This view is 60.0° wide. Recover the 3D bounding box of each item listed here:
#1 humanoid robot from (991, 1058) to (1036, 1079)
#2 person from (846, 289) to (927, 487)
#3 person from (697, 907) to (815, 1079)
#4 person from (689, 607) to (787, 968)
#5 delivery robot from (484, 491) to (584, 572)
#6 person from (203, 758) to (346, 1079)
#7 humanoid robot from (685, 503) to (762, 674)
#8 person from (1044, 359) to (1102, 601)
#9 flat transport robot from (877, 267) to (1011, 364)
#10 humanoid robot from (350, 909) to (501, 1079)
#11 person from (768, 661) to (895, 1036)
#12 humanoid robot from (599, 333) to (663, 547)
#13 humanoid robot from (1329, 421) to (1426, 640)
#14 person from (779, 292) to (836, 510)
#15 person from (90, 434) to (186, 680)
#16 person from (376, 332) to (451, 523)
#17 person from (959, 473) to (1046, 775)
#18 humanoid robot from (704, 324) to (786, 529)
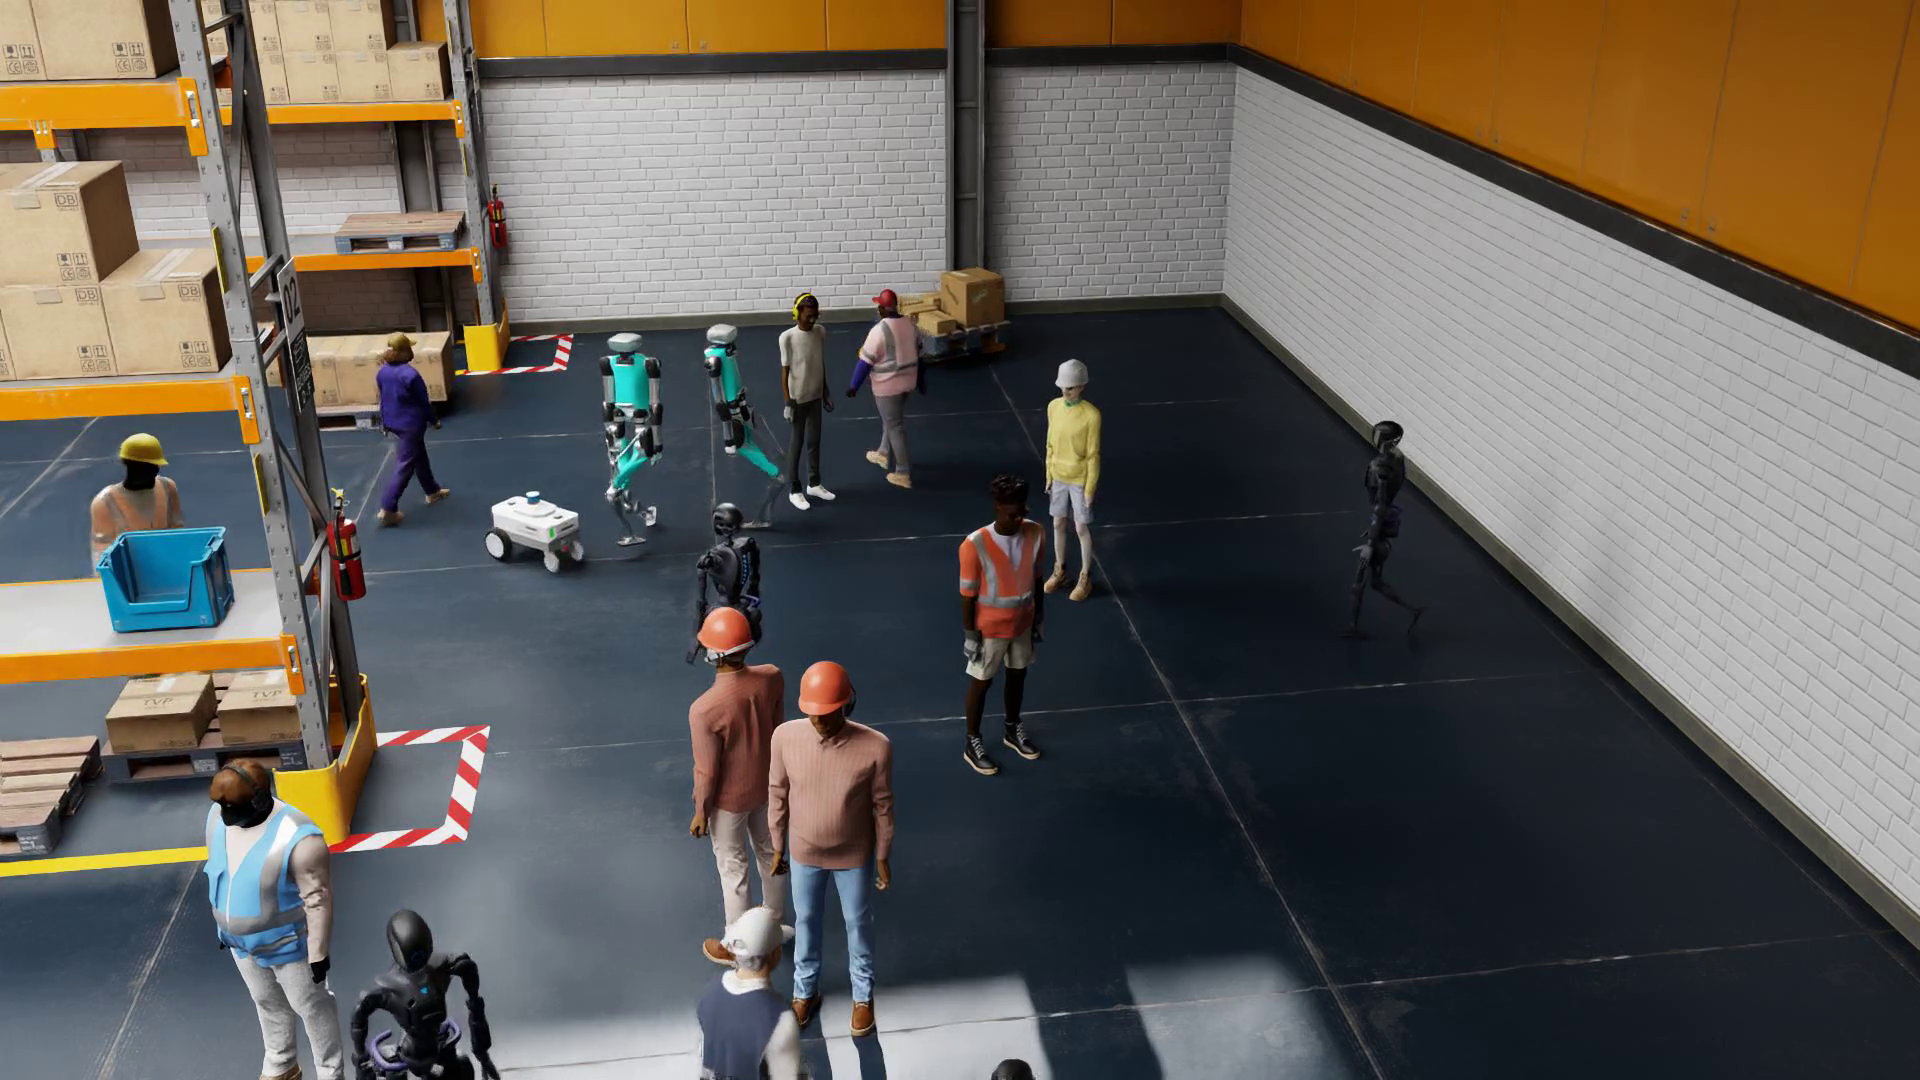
[{"bbox_3d":[0.153,2.551,5.838,0.607,1.639,0.389,0,24,1],"label":"humanoid robot"},{"bbox_3d":[-0.672,-1.367,14.710,0.817,1.720,0.627,19,30,36],"label":"person"},{"bbox_3d":[-0.808,2.261,6.439,0.644,1.714,0.785,-16,28,-32],"label":"person"},{"bbox_3d":[-1.121,1.251,8.403,0.375,1.995,0.608,17,29,34],"label":"person"},{"bbox_3d":[-3.390,-0.103,13.260,0.754,0.581,0.499,15,28,30],"label":"delivery robot"},{"bbox_3d":[-3.057,1.776,7.404,0.621,1.838,0.429,10,26,21],"label":"person"},{"bbox_3d":[-1.464,0.543,10.410,0.458,1.651,0.588,16,28,32],"label":"humanoid robot"},{"bbox_3d":[0.842,-0.458,12.444,0.480,1.883,0.416,18,29,34],"label":"person"},{"bbox_3d":[-0.271,-2.126,18.241,1.431,0.231,0.659,-15,28,-30],"label":"flat transport robot"},{"bbox_3d":[-2.170,2.155,6.742,0.590,1.637,0.397,-20,31,-38],"label":"humanoid robot"},{"bbox_3d":[-0.612,1.466,7.912,0.610,1.995,0.376,3,24,7],"label":"person"},{"bbox_3d":[-2.703,-0.713,13.214,0.566,1.728,1.019,8,25,18],"label":"humanoid robot"},{"bbox_3d":[3.026,-0.045,11.775,0.623,1.638,0.612,7,25,16],"label":"humanoid robot"},{"bbox_3d":[-1.287,-1.190,14.129,0.328,1.861,0.516,21,31,39],"label":"person"},{"bbox_3d":[-5.301,0.220,10.887,0.712,1.882,0.618,9,25,20],"label":"person"},{"bbox_3d":[-4.678,-0.956,13.940,0.433,1.589,0.821,17,29,33],"label":"person"},{"bbox_3d":[0.267,0.504,10.157,0.600,1.957,0.381,-15,28,-30],"label":"person"},{"bbox_3d":[-1.662,-0.855,13.571,0.747,1.824,0.539,3,24,8],"label":"humanoid robot"}]
